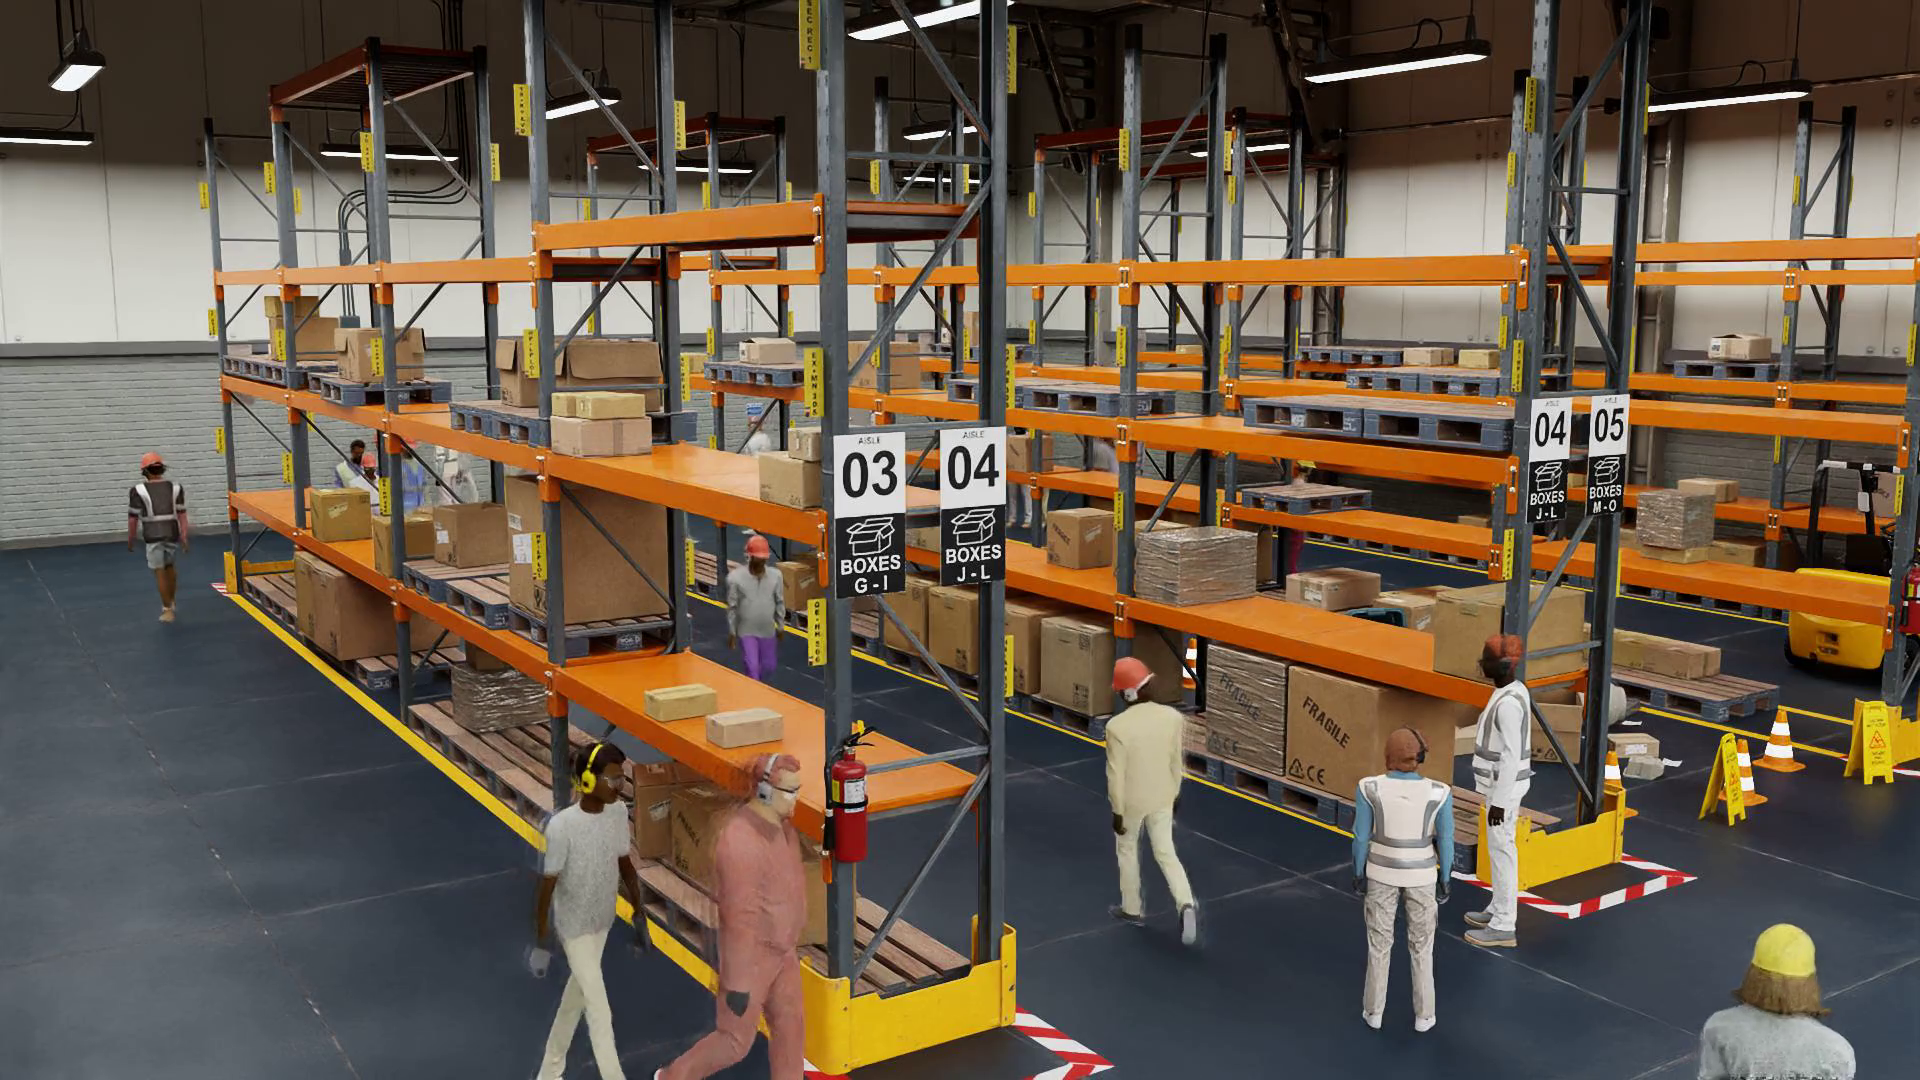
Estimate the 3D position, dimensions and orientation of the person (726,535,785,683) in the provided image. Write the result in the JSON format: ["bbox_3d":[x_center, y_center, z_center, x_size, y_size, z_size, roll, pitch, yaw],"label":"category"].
[{"bbox_3d":[-1.875,0.785,15.174,0.563,1.728,0.592,-4,10,-26],"label":"person"}]

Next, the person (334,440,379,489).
[{"bbox_3d":[-8.184,-0.416,22.669,0.646,1.879,0.736,-4,10,-27],"label":"person"}]

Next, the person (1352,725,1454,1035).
[{"bbox_3d":[2.329,1.792,8.771,0.522,1.636,0.309,2,9,14],"label":"person"}]

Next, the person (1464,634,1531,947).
[{"bbox_3d":[3.236,1.487,9.973,0.341,1.883,0.587,3,9,18],"label":"person"}]

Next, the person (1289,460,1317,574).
[{"bbox_3d":[4.494,-0.252,21.993,0.383,1.754,0.604,0,9,1],"label":"person"}]

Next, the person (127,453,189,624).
[{"bbox_3d":[-9.516,-0.027,19.695,0.890,2.001,0.612,7,11,41],"label":"person"}]

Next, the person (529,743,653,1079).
[{"bbox_3d":[-1.683,1.850,7.792,0.957,1.816,0.512,5,10,29],"label":"person"}]

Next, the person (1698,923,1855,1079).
[{"bbox_3d":[2.819,2.189,5.810,0.499,1.726,0.439,7,11,38],"label":"person"}]

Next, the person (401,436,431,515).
[{"bbox_3d":[-7.444,-0.474,22.555,0.483,2.021,0.634,5,10,28],"label":"person"}]

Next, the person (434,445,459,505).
[{"bbox_3d":[-8.351,-1.090,26.996,0.375,1.923,0.595,2,9,11],"label":"person"}]

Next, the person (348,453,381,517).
[{"bbox_3d":[-7.861,-0.285,22.209,0.561,1.752,0.324,-7,11,-38],"label":"person"}]

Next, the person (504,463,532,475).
[{"bbox_3d":[-6.380,-0.595,23.964,0.537,1.836,0.516,1,9,7],"label":"person"}]

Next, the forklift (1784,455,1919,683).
[{"bbox_3d":[9.643,0.253,17.172,2.313,2.155,1.214,-6,10,-33],"label":"forklift"}]

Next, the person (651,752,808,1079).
[{"bbox_3d":[-0.991,1.863,7.554,0.853,1.869,0.651,2,9,13],"label":"person"}]

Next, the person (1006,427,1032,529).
[{"bbox_3d":[0.989,-1.100,27.392,0.628,1.837,0.429,5,10,31],"label":"person"}]

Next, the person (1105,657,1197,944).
[{"bbox_3d":[1.152,1.562,10.043,0.558,1.716,0.764,-4,9,-25],"label":"person"}]

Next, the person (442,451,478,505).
[{"bbox_3d":[-8.338,-1.138,27.671,0.909,1.835,0.531,2,9,15],"label":"person"}]

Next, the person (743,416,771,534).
[{"bbox_3d":[-3.274,-1.043,26.774,0.397,1.908,0.647,3,9,16],"label":"person"}]
